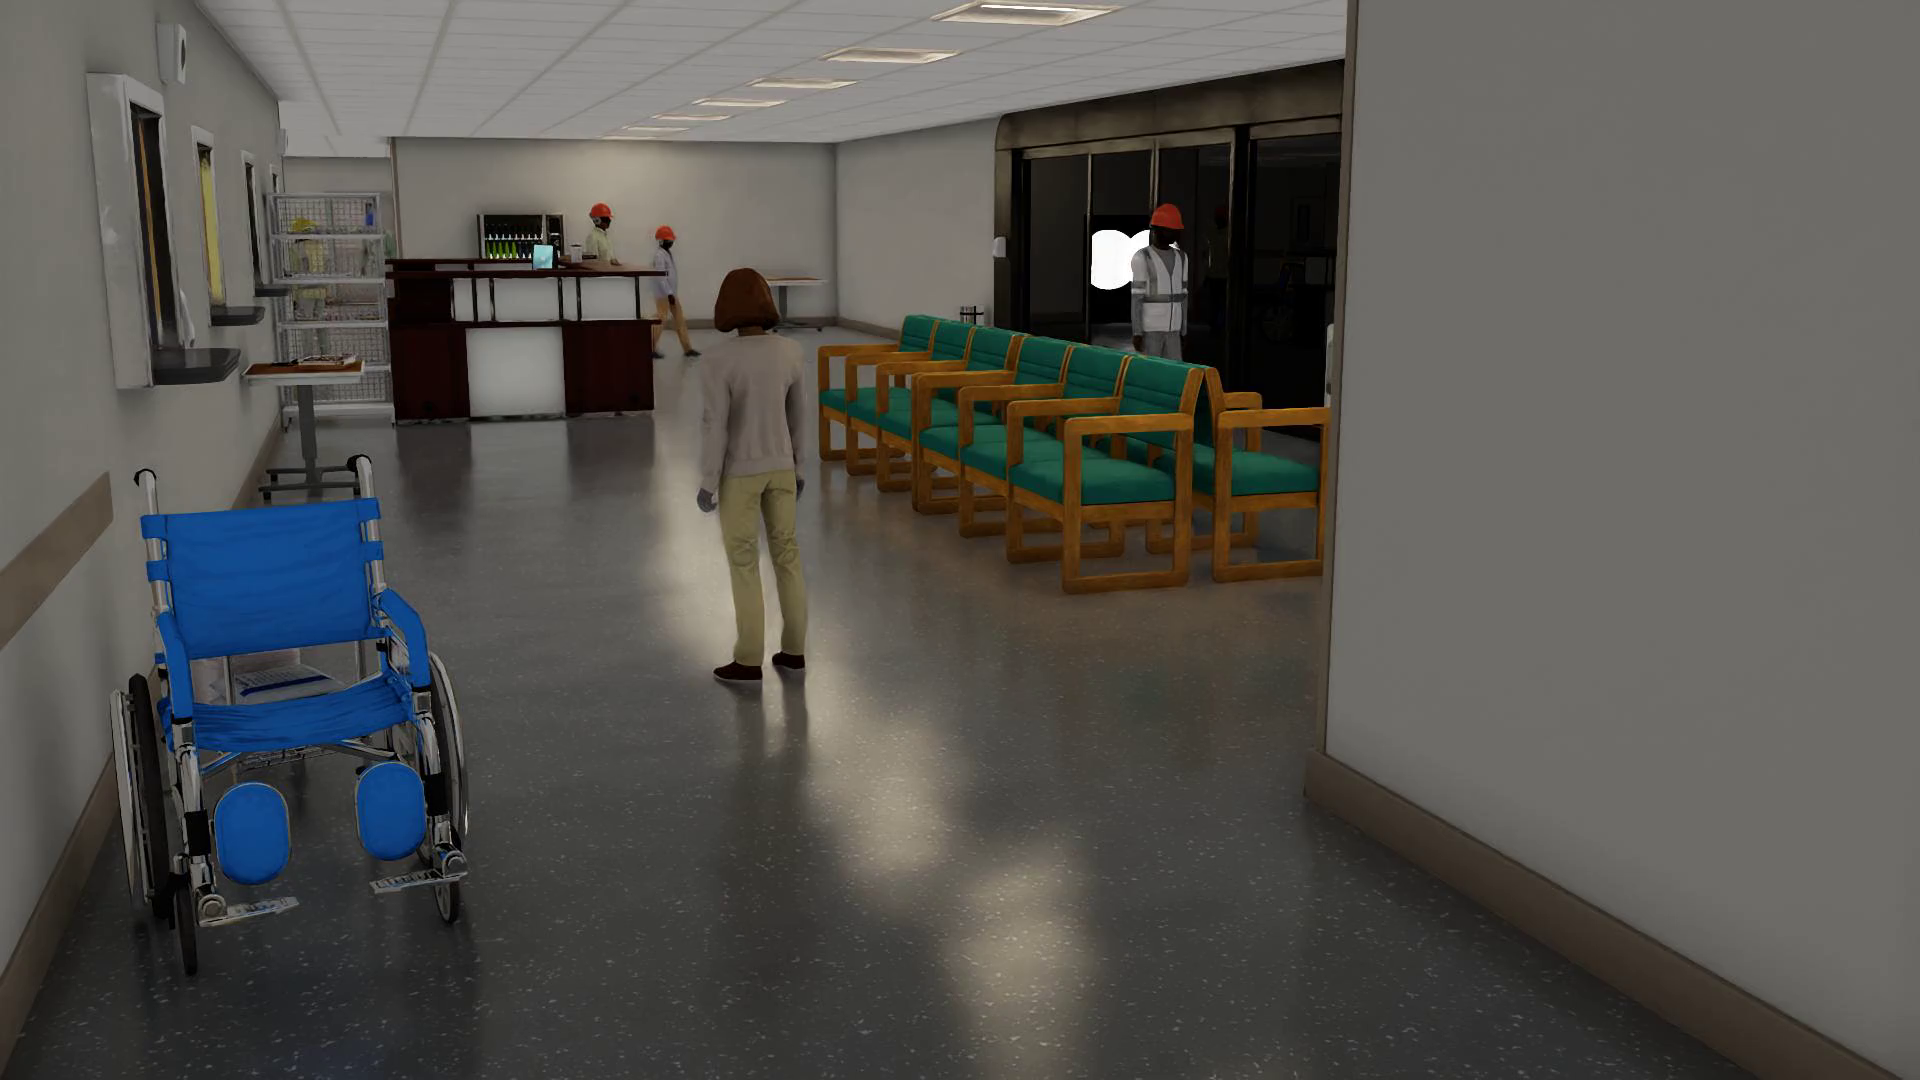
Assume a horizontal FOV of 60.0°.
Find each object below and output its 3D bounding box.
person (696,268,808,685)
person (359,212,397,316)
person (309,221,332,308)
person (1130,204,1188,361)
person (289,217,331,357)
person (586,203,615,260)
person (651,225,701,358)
[{"bbox_3d":[-0.815,-0.247,6.564,0.507,1.631,0.276,-10,15,-43],"label":"person"},{"bbox_3d":[-10.390,-4.874,29.625,0.726,1.884,0.873,4,12,21],"label":"person"},{"bbox_3d":[-12.386,-5.228,31.825,0.416,1.754,0.526,-2,11,-8],"label":"person"},{"bbox_3d":[1.615,-1.708,13.302,0.546,1.928,0.381,-7,13,-30],"label":"person"},{"bbox_3d":[-7.764,-2.921,19.816,0.414,1.822,0.599,5,12,23],"label":"person"},{"bbox_3d":[-4.549,-3.276,21.173,0.381,1.994,0.613,1,11,3],"label":"person"},{"bbox_3d":[-3.743,-3.199,21.494,0.758,1.712,0.583,1,11,7],"label":"person"}]
